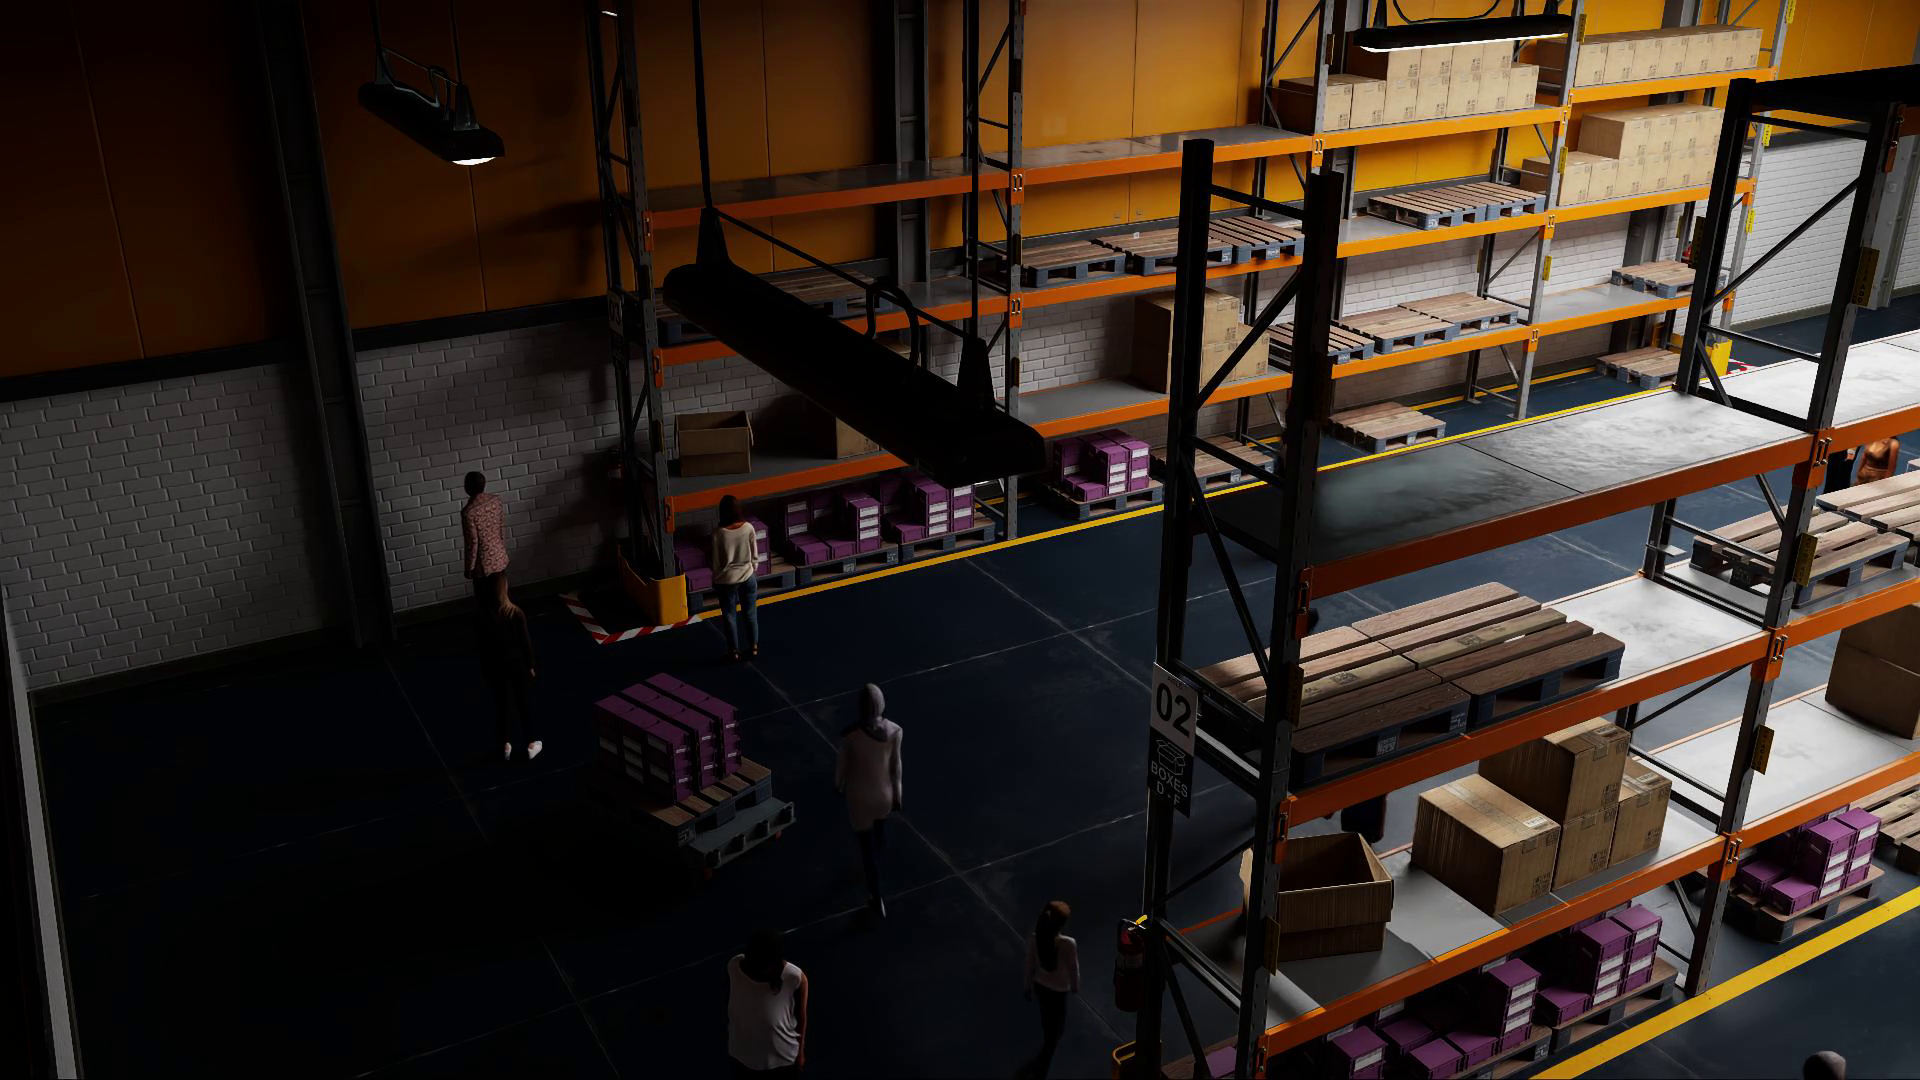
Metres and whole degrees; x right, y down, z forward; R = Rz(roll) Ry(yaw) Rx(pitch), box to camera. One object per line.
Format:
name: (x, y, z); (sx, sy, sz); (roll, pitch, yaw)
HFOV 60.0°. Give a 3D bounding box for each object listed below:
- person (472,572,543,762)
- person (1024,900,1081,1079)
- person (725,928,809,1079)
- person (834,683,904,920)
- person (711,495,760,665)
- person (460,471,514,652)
person: (-3.810, 1.069, 13.967); (0.606, 1.705, 0.738); (-1, 24, -1)
person: (0.558, 2.861, 10.430); (0.826, 1.255, 0.963); (10, 26, 22)
person: (-1.135, 2.952, 9.679); (0.758, 1.689, 0.821); (6, 24, 13)
person: (-0.633, 1.913, 11.997); (1.113, 1.736, 0.911); (-6, 24, -13)
person: (-2.102, 0.367, 15.605); (0.513, 1.678, 0.696); (-10, 25, -21)
person: (-4.505, 0.196, 15.836); (0.846, 1.808, 0.741); (10, 26, 22)
